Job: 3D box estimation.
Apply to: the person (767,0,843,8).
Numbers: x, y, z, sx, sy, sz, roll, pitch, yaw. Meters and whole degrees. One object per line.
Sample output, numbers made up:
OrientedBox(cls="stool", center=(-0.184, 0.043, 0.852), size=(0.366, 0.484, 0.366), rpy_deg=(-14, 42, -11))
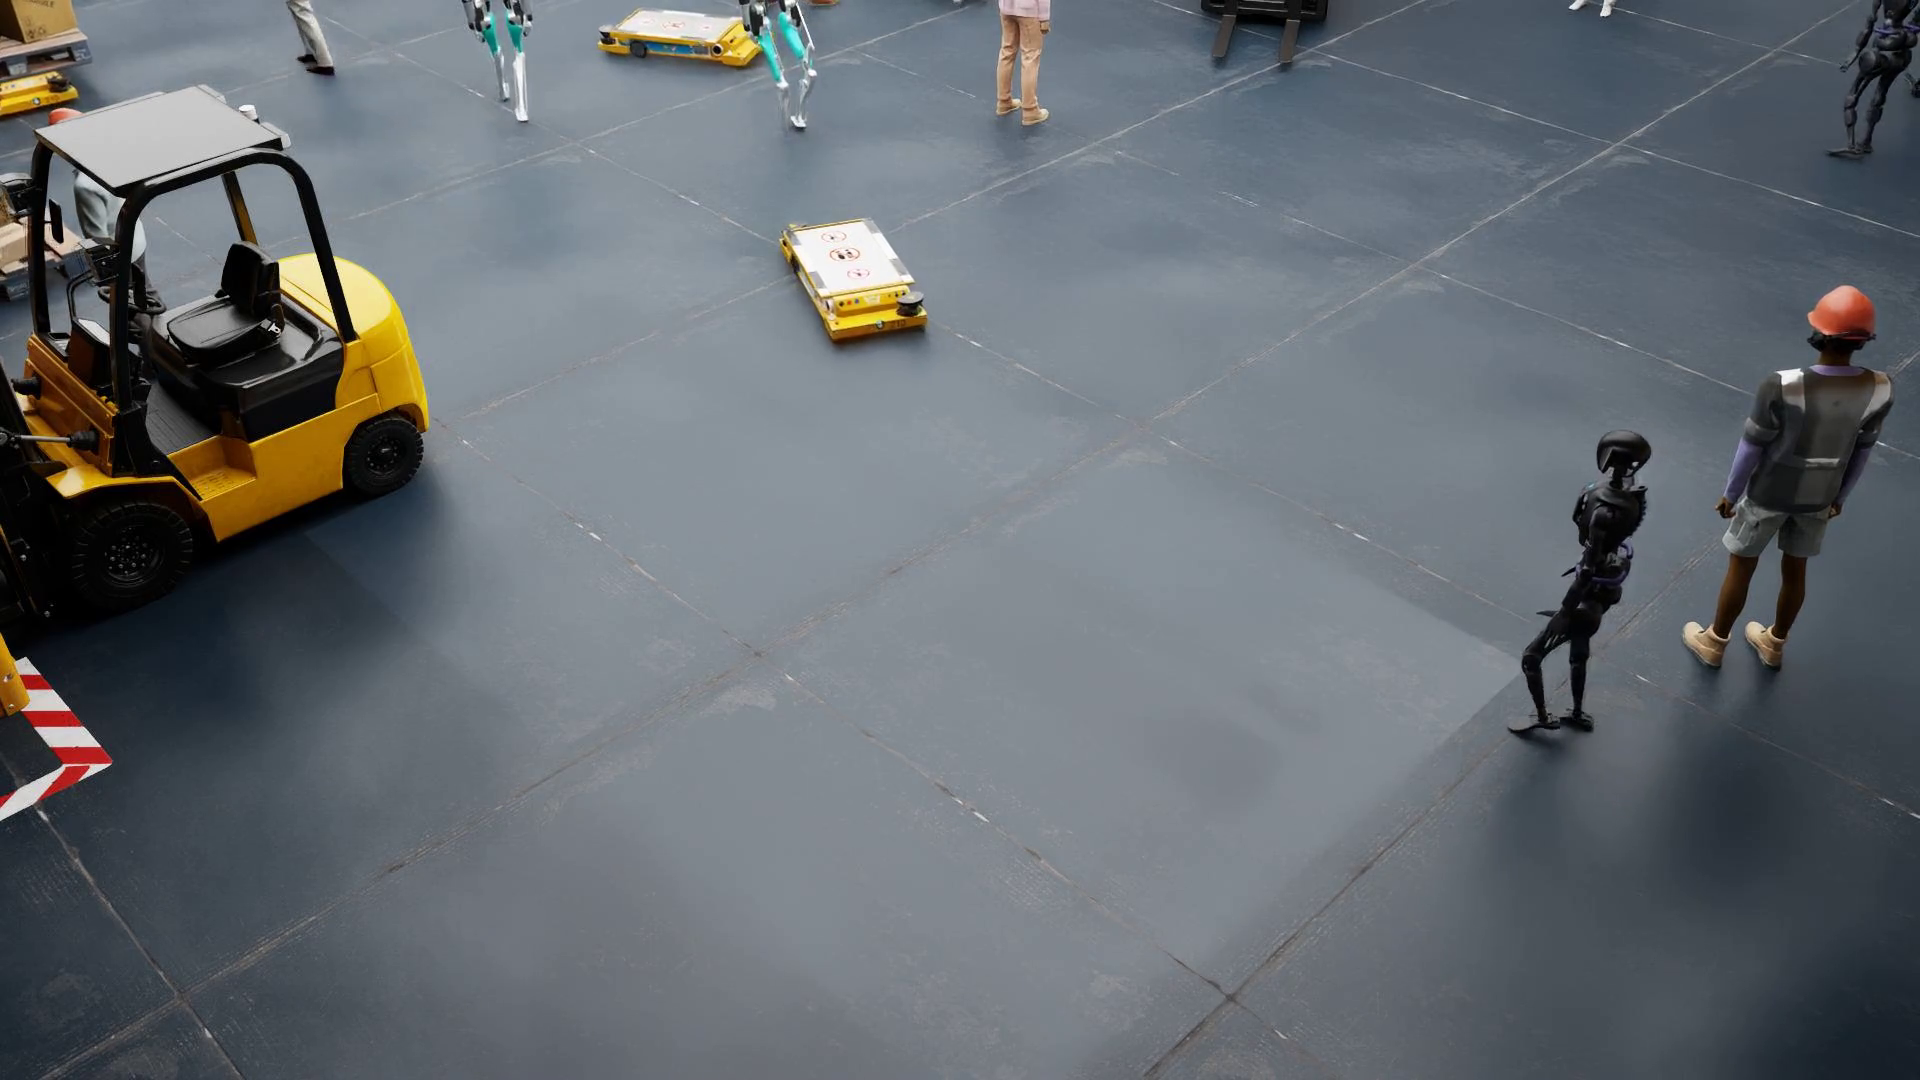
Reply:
OrientedBox(cls="person", center=(-1.549, -5.930, 15.597), size=(0.753, 1.887, 0.643), rpy_deg=(-17, 40, -21))

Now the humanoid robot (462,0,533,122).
OrientedBox(cls="humanoid robot", center=(-3.770, -4.312, 13.613), size=(0.556, 1.864, 0.813), rpy_deg=(-7, 37, -9))

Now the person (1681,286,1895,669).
OrientedBox(cls="person", center=(3.917, -0.261, 7.880), size=(0.601, 2.034, 0.414), rpy_deg=(0, 37, 0))

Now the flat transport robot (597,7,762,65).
OrientedBox(cls="flat transport robot", center=(-2.509, -4.574, 15.119), size=(1.431, 0.231, 0.659), rpy_deg=(9, 38, 12))

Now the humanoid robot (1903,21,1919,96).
OrientedBox(cls="humanoid robot", center=(8.176, -4.353, 13.680), size=(0.592, 1.627, 0.749), rpy_deg=(-9, 38, -12))

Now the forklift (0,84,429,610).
OrientedBox(cls="forklift", center=(-4.145, -1.093, 8.856), size=(2.313, 2.155, 1.214), rpy_deg=(-31, 47, -34))

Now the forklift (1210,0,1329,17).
OrientedBox(cls="forklift", center=(3.106, -6.400, 15.960), size=(1.214, 2.155, 2.313), rpy_deg=(8, 37, 10))

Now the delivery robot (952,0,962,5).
OrientedBox(cls="delivery robot", center=(-0.093, -5.601, 16.267), size=(0.499, 0.608, 0.803), rpy_deg=(-22, 42, -27))

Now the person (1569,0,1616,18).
OrientedBox(cls="person", center=(6.084, -5.743, 15.546), size=(0.517, 1.632, 0.314), rpy_deg=(25, 44, 30))

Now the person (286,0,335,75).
OrientedBox(cls="person", center=(-5.793, -4.882, 14.292), size=(0.648, 1.760, 0.538), rpy_deg=(12, 38, 15))

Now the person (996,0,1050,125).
OrientedBox(cls="person", center=(0.499, -4.260, 13.444), size=(0.408, 1.775, 0.526), rpy_deg=(-31, 47, -34))

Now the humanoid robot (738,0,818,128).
OrientedBox(cls="humanoid robot", center=(-1.432, -4.036, 13.275), size=(0.560, 1.889, 0.764), rpy_deg=(-16, 40, -21))

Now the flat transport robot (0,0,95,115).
OrientedBox(cls="flat transport robot", center=(-8.215, -4.037, 14.400), size=(0.659, 0.231, 1.431), rpy_deg=(-26, 44, -30))

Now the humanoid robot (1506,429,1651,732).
OrientedBox(cls="humanoid robot", center=(2.843, 0.203, 7.548), size=(0.431, 1.645, 0.589), rpy_deg=(17, 40, 22))

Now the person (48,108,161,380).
OrientedBox(cls="person", center=(-5.185, -1.803, 10.181), size=(0.352, 1.740, 0.571), rpy_deg=(-4, 37, -5))

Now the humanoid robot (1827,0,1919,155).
OrientedBox(cls="humanoid robot", center=(7.204, -3.810, 12.920), size=(0.600, 1.643, 0.388), rpy_deg=(-13, 39, -17))

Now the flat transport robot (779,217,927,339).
OrientedBox(cls="flat transport robot", center=(-0.757, -1.836, 11.455), size=(0.659, 0.231, 1.431), rpy_deg=(-12, 38, -15))
